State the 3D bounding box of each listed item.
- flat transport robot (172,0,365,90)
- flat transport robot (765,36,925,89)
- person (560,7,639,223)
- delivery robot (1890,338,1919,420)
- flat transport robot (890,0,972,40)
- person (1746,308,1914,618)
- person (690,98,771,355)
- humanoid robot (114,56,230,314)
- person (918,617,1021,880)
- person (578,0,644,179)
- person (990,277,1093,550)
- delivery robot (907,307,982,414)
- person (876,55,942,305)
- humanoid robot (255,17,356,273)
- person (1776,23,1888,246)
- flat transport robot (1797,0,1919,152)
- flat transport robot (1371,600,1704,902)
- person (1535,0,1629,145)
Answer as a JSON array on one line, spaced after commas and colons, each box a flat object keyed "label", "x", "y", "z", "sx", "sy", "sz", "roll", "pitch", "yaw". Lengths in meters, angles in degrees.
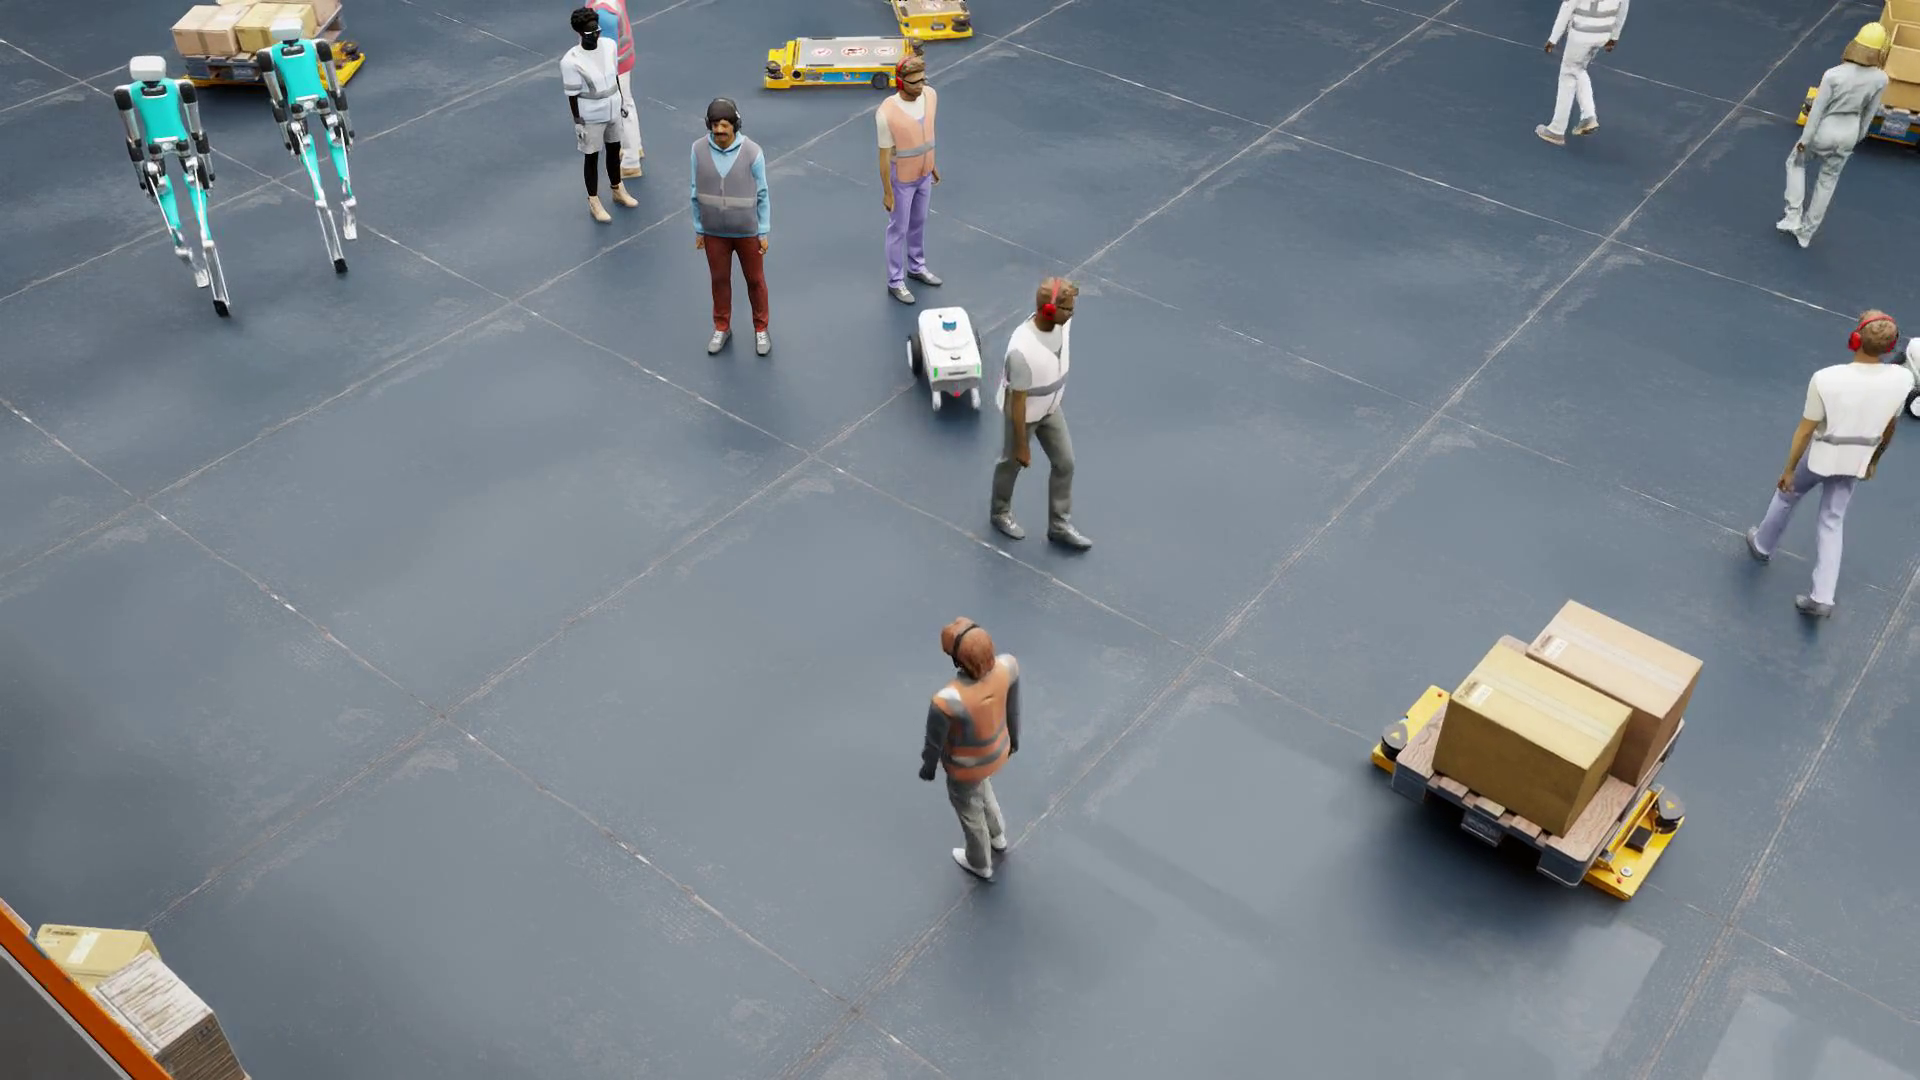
[{"label": "flat transport robot", "x": -6.258, "y": -4.347, "z": 15.192, "sx": 1.431, "sy": 0.231, "sz": 0.659, "roll": 3, "pitch": 40, "yaw": 3}, {"label": "flat transport robot", "x": -1.044, "y": -4.363, "z": 15.211, "sx": 1.431, "sy": 0.231, "sz": 0.659, "roll": -1, "pitch": 40, "yaw": -1}, {"label": "person", "x": -2.784, "y": -3.296, "z": 12.852, "sx": 0.316, "sy": 1.695, "sz": 0.541, "roll": 27, "pitch": 47, "yaw": 28}, {"label": "delivery robot", "x": 6.706, "y": -1.117, "z": 11.181, "sx": 0.786, "sy": 0.608, "sz": 0.499, "roll": 7, "pitch": 41, "yaw": 8}, {"label": "flat transport robot", "x": -0.328, "y": -5.257, "z": 16.262, "sx": 0.659, "sy": 0.231, "sz": 1.431, "roll": -7, "pitch": 41, "yaw": -8}, {"label": "person", "x": 4.952, "y": -0.418, "z": 9.390, "sx": 0.573, "sy": 1.801, "sz": 0.875, "roll": 2, "pitch": 40, "yaw": 2}, {"label": "person", "x": -1.551, "y": -2.138, "z": 11.347, "sx": 0.533, "sy": 1.883, "sz": 0.410, "roll": 3, "pitch": 40, "yaw": 3}, {"label": "humanoid robot", "x": -5.551, "y": -2.445, "z": 11.861, "sx": 0.567, "sy": 1.822, "sz": 0.895, "roll": -14, "pitch": 42, "yaw": -16}, {"label": "person", "x": 0.044, "y": 1.005, "z": 7.848, "sx": 0.511, "sy": 1.623, "sz": 0.385, "roll": -33, "pitch": 50, "yaw": -33}, {"label": "person", "x": -2.822, "y": -3.812, "z": 13.362, "sx": 0.431, "sy": 1.837, "sz": 0.619, "roll": -5, "pitch": 41, "yaw": -6}, {"label": "person", "x": 0.510, "y": -0.696, "z": 9.709, "sx": 0.814, "sy": 1.799, "sz": 0.638, "roll": 28, "pitch": 48, "yaw": 29}, {"label": "delivery robot", "x": -0.077, "y": -1.274, "z": 11.370, "sx": 0.499, "sy": 0.613, "sz": 0.797, "roll": -6, "pitch": 41, "yaw": -7}, {"label": "person", "x": -0.371, "y": -2.602, "z": 11.922, "sx": 0.375, "sy": 1.843, "sz": 0.571, "roll": 27, "pitch": 47, "yaw": 28}, {"label": "humanoid robot", "x": -4.737, "y": -2.859, "z": 12.339, "sx": 0.549, "sy": 1.800, "sz": 0.931, "roll": -14, "pitch": 42, "yaw": -16}, {"label": "person", "x": 6.573, "y": -3.050, "z": 12.537, "sx": 0.499, "sy": 1.723, "sz": 0.415, "roll": 2, "pitch": 40, "yaw": 2}, {"label": "flat transport robot", "x": 8.053, "y": -3.634, "z": 14.352, "sx": 1.431, "sy": 0.231, "sz": 0.659, "roll": 20, "pitch": 44, "yaw": 22}, {"label": "flat transport robot", "x": 2.930, "y": 1.253, "z": 8.604, "sx": 1.431, "sy": 0.231, "sz": 0.659, "roll": 29, "pitch": 48, "yaw": 30}, {"label": "person", "x": 5.175, "y": -4.159, "z": 13.732, "sx": 0.606, "sy": 1.873, "sz": 0.441, "roll": -19, "pitch": 44, "yaw": -21}]
